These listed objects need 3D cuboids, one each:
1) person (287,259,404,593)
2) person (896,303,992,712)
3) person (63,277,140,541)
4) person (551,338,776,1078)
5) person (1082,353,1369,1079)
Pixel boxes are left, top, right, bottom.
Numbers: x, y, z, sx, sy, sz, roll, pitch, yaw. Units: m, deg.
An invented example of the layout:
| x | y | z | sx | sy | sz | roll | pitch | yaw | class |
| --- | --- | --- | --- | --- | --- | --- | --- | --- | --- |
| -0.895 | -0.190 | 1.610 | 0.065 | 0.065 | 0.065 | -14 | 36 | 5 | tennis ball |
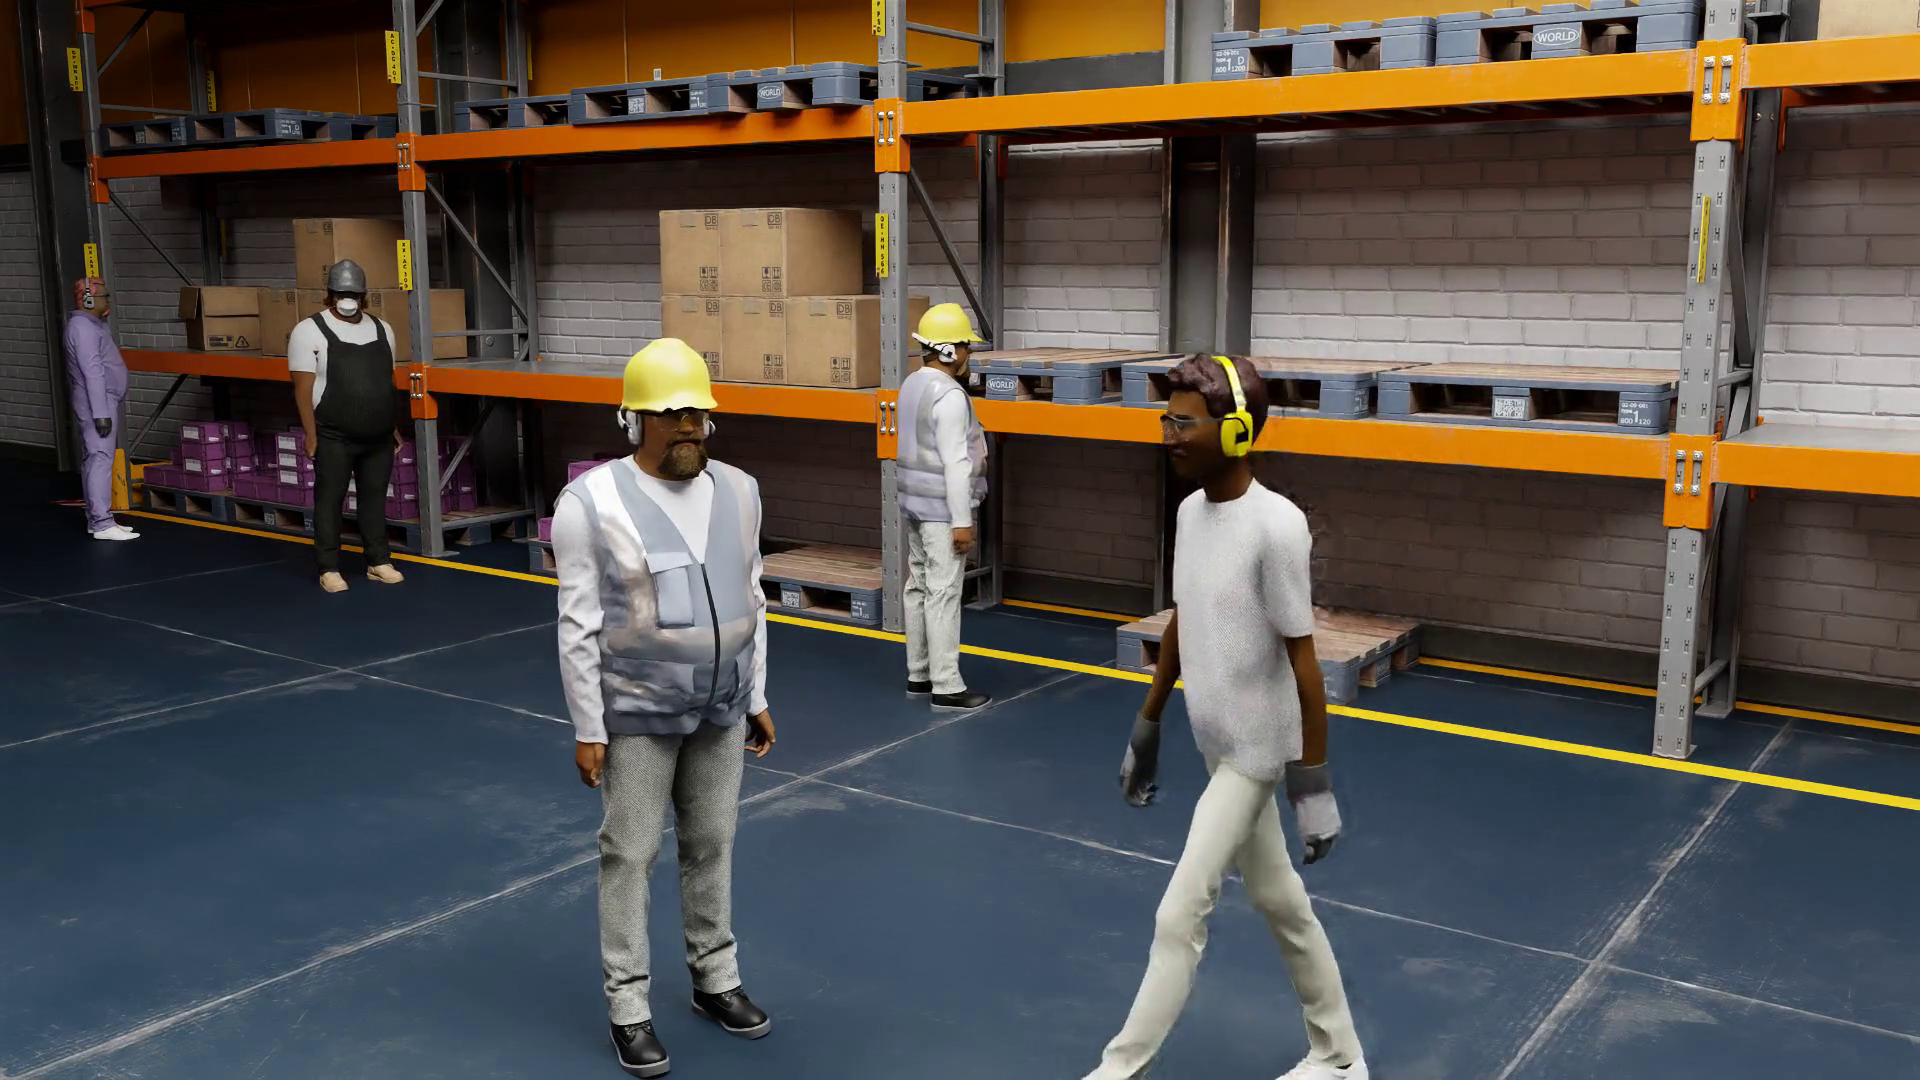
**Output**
| x | y | z | sx | sy | sz | roll | pitch | yaw | class |
| --- | --- | --- | --- | --- | --- | --- | --- | --- | --- |
| -3.725 | -0.710 | 10.267 | 0.536 | 2.000 | 0.684 | 8 | 13 | 41 | person |
| -0.078 | -0.147 | 7.529 | 0.404 | 1.834 | 0.591 | -4 | 10 | -21 | person |
| -6.247 | -0.950 | 12.095 | 0.409 | 1.908 | 0.647 | -6 | 11 | -32 | person |
| -0.720 | 0.410 | 4.213 | 0.590 | 1.833 | 0.404 | -8 | 13 | -41 | person |
| 0.560 | 0.490 | 3.791 | 0.985 | 1.814 | 0.543 | -2 | 10 | -13 | person |
